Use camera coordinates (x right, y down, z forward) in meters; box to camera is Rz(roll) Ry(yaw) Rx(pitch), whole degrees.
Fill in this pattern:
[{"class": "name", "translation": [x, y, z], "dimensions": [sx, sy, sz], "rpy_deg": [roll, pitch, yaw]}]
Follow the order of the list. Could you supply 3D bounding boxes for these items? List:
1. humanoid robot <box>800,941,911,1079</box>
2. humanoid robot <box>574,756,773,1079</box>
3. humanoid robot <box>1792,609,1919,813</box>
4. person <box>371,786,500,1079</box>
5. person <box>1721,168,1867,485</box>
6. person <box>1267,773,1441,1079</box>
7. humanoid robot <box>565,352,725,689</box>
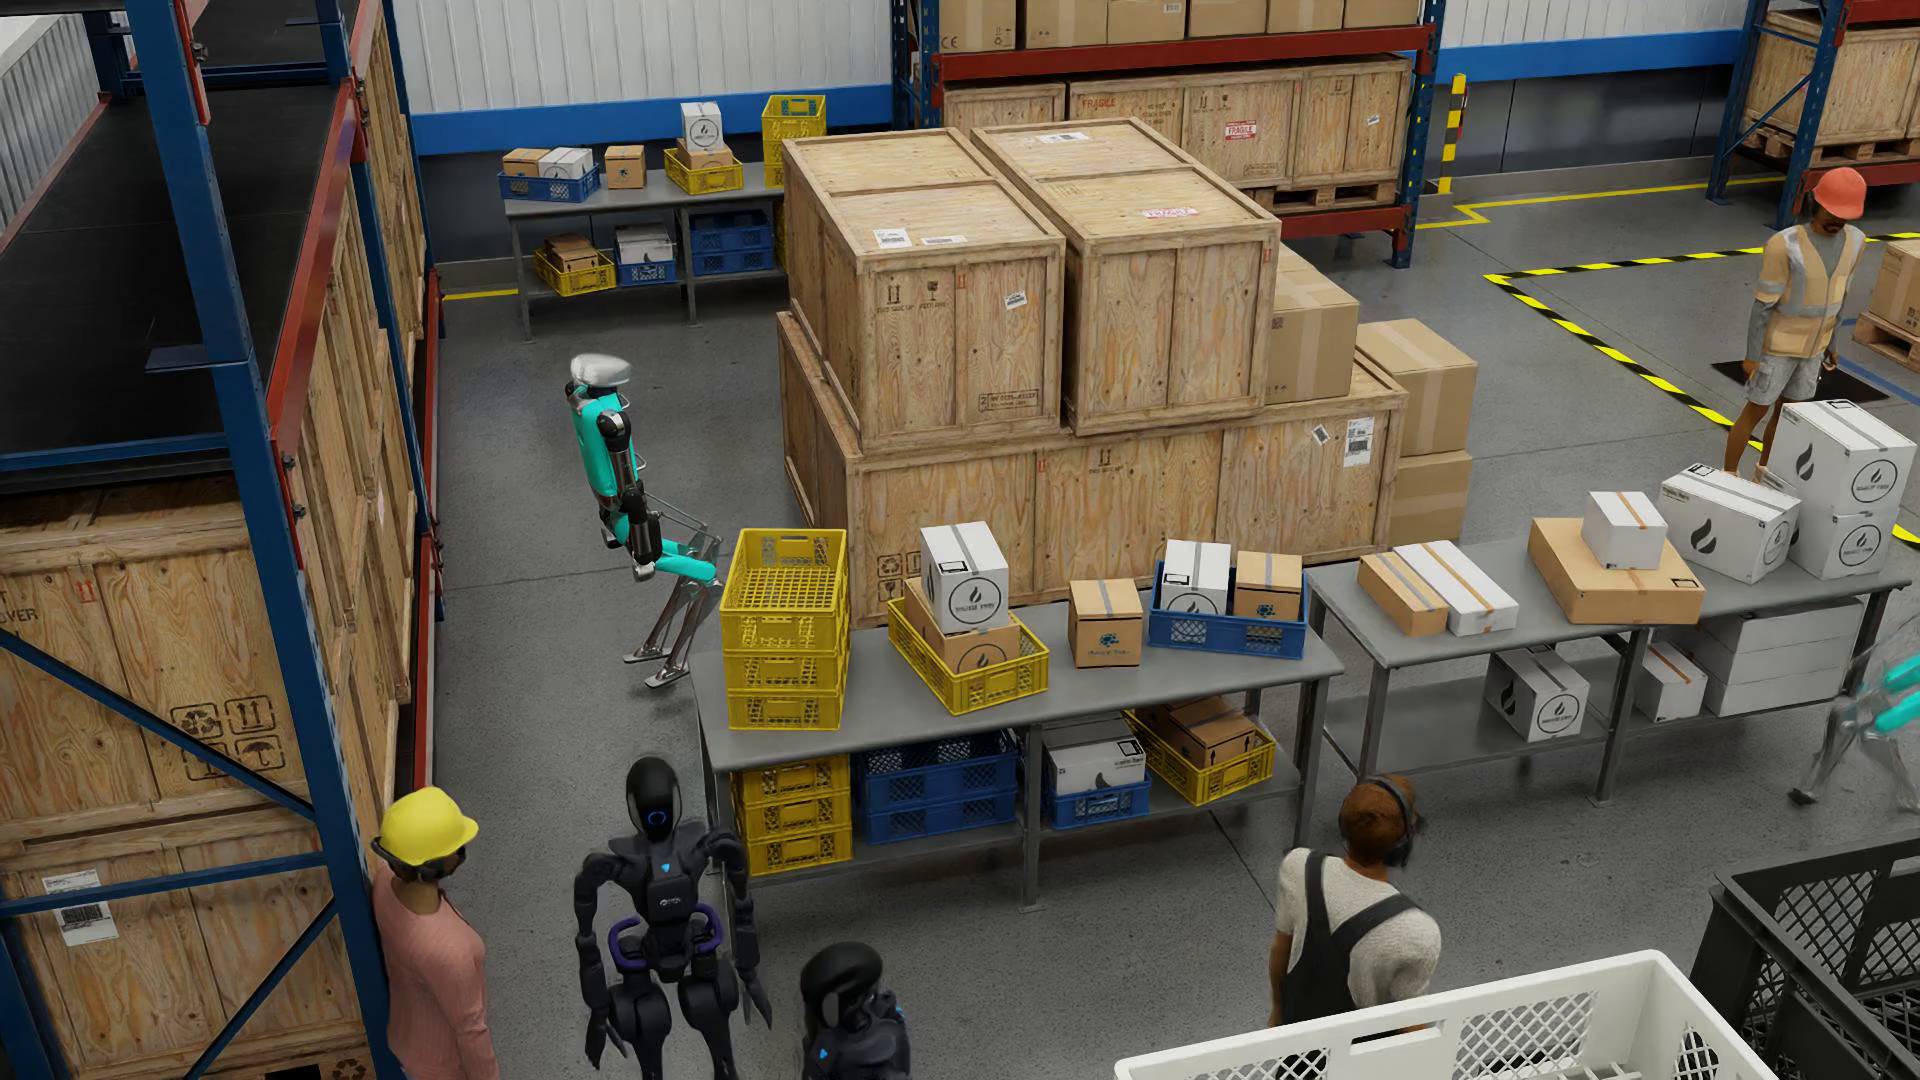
[{"class": "humanoid robot", "translation": [-0.202, 1.694, 4.591], "dimensions": [0.477, 1.644, 0.613], "rpy_deg": [-19, 34, -31]}, {"class": "humanoid robot", "translation": [-0.887, 1.379, 5.143], "dimensions": [0.586, 1.651, 0.339], "rpy_deg": [-11, 31, -19]}, {"class": "humanoid robot", "translation": [3.871, 0.453, 6.845], "dimensions": [0.809, 1.835, 0.564], "rpy_deg": [5, 29, 9]}, {"class": "person", "translation": [-1.489, 1.472, 4.903], "dimensions": [0.351, 1.759, 0.522], "rpy_deg": [-23, 36, -35]}, {"class": "person", "translation": [4.658, -1.079, 9.249], "dimensions": [0.613, 2.031, 0.394], "rpy_deg": [-8, 30, -14]}, {"class": "person", "translation": [1.103, 1.459, 4.845], "dimensions": [0.340, 1.838, 0.504], "rpy_deg": [-26, 38, -38]}, {"class": "humanoid robot", "translation": [-1.375, -0.121, 7.674], "dimensions": [0.735, 1.677, 0.533], "rpy_deg": [-16, 33, -27]}]
